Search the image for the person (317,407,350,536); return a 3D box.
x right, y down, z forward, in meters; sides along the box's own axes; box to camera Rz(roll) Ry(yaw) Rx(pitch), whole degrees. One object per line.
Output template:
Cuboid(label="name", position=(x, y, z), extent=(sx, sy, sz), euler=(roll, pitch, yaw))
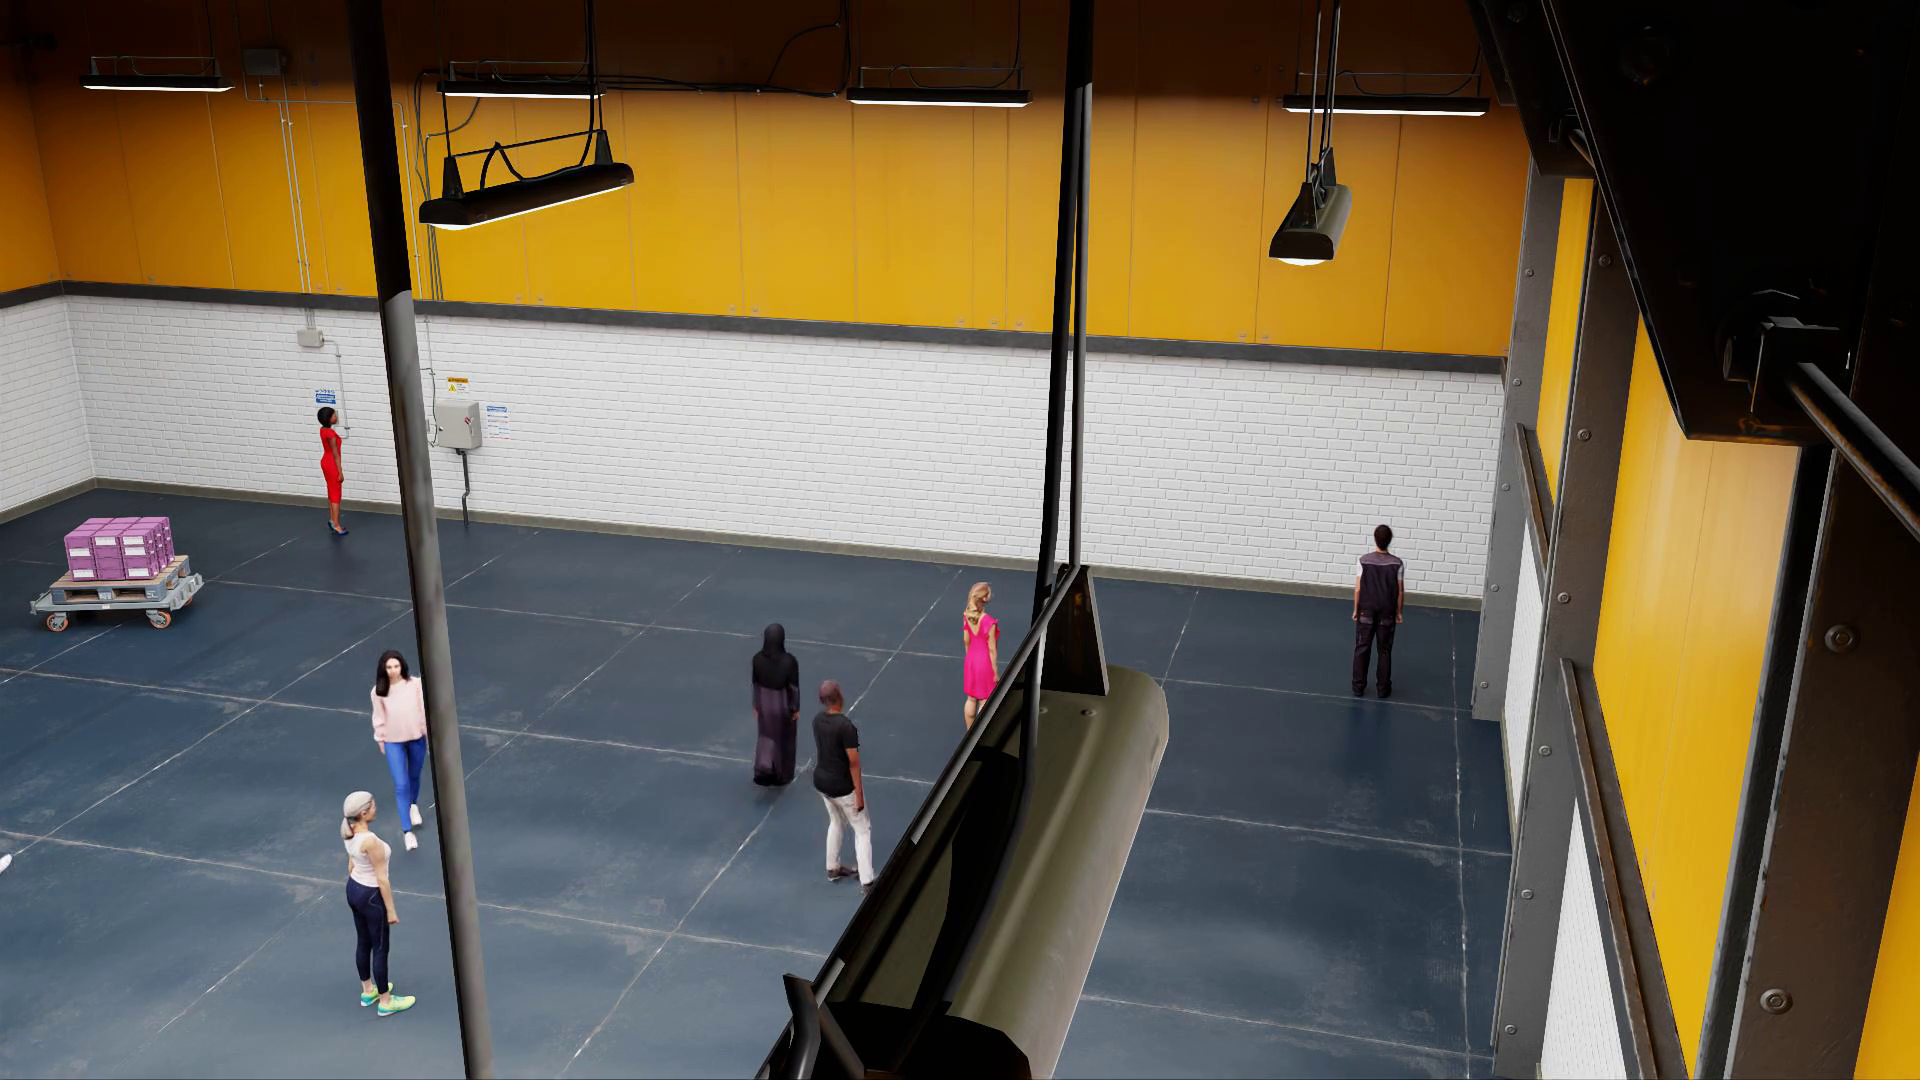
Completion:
Cuboid(label="person", position=(-8.412, -0.936, 22.283), extent=(0.686, 1.740, 0.637), euler=(-12, 22, -32))

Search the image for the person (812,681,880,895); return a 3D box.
Cuboid(label="person", position=(-1.038, 2.003, 13.491), extent=(0.901, 1.780, 0.888), euler=(-11, 22, -30))

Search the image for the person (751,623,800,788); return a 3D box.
Cuboid(label="person", position=(-1.706, 1.533, 15.163), extent=(0.649, 1.604, 0.841), euler=(3, 19, 9))

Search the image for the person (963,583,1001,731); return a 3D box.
Cuboid(label="person", position=(0.187, 1.216, 15.910), extent=(0.696, 1.728, 0.662), euler=(-16, 24, -39))

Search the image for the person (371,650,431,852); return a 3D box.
Cuboid(label="person", position=(-4.787, 1.743, 14.366), extent=(1.083, 1.714, 1.183), euler=(-9, 21, -24))

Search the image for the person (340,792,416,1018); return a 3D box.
Cuboid(label="person", position=(-4.228, 2.581, 11.890), extent=(0.671, 1.707, 0.667), euler=(15, 24, 38))

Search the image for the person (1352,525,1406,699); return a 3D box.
Cuboid(label="person", position=(4.305, 0.732, 17.158), extent=(0.648, 1.849, 0.545), euler=(5, 19, 14))
